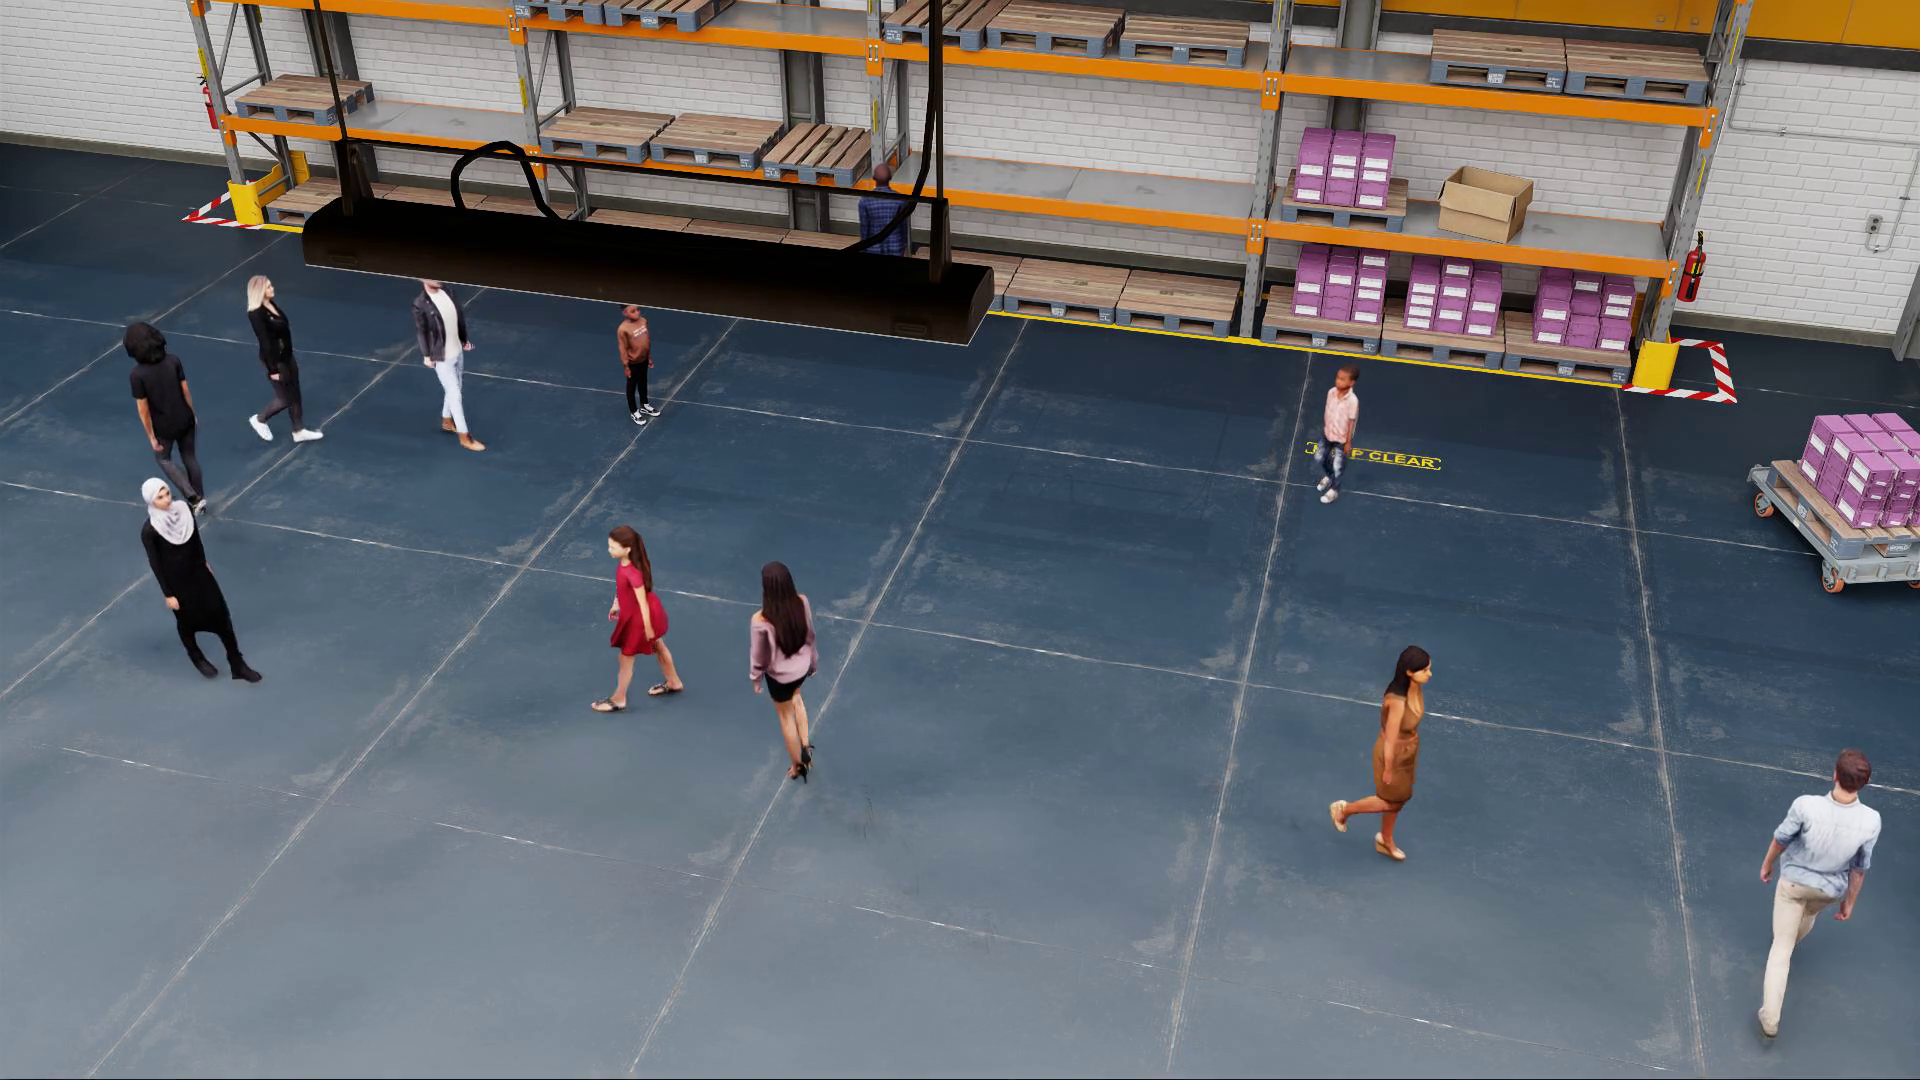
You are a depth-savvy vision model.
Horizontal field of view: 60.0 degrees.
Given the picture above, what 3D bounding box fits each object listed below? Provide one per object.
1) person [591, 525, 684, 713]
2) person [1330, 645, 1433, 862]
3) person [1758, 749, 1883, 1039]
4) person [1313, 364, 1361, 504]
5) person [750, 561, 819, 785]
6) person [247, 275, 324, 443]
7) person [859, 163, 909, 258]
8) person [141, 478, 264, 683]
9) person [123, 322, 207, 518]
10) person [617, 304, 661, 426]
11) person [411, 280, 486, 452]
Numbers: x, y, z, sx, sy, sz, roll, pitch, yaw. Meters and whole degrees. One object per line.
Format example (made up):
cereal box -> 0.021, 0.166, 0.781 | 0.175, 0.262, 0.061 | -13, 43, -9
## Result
person -> -2.245, 0.529, 12.068 | 0.987, 1.524, 0.829 | -9, 35, -14
person -> 2.719, 1.362, 10.673 | 0.848, 1.681, 0.708 | 20, 39, 27
person -> 4.864, 2.049, 9.537 | 1.185, 1.795, 0.767 | 12, 35, 17
person -> 3.341, -0.945, 14.488 | 0.673, 1.300, 0.609 | -24, 40, -31
person -> -1.109, 0.952, 11.182 | 0.770, 1.801, 0.811 | -23, 40, -30
person -> -6.299, -1.605, 15.146 | 0.920, 1.672, 0.772 | -2, 34, -3
person -> -0.769, -3.011, 17.127 | 0.706, 1.820, 0.818 | -7, 34, -11
person -> -5.750, 0.289, 12.220 | 0.969, 1.756, 0.786 | 18, 38, 25
person -> -6.622, -0.955, 14.057 | 0.869, 1.794, 0.802 | 26, 41, 33
person -> -3.061, -1.722, 15.699 | 0.585, 1.254, 0.585 | 23, 40, 30
person -> -4.729, -1.728, 15.180 | 0.847, 1.839, 0.709 | 12, 36, 18
